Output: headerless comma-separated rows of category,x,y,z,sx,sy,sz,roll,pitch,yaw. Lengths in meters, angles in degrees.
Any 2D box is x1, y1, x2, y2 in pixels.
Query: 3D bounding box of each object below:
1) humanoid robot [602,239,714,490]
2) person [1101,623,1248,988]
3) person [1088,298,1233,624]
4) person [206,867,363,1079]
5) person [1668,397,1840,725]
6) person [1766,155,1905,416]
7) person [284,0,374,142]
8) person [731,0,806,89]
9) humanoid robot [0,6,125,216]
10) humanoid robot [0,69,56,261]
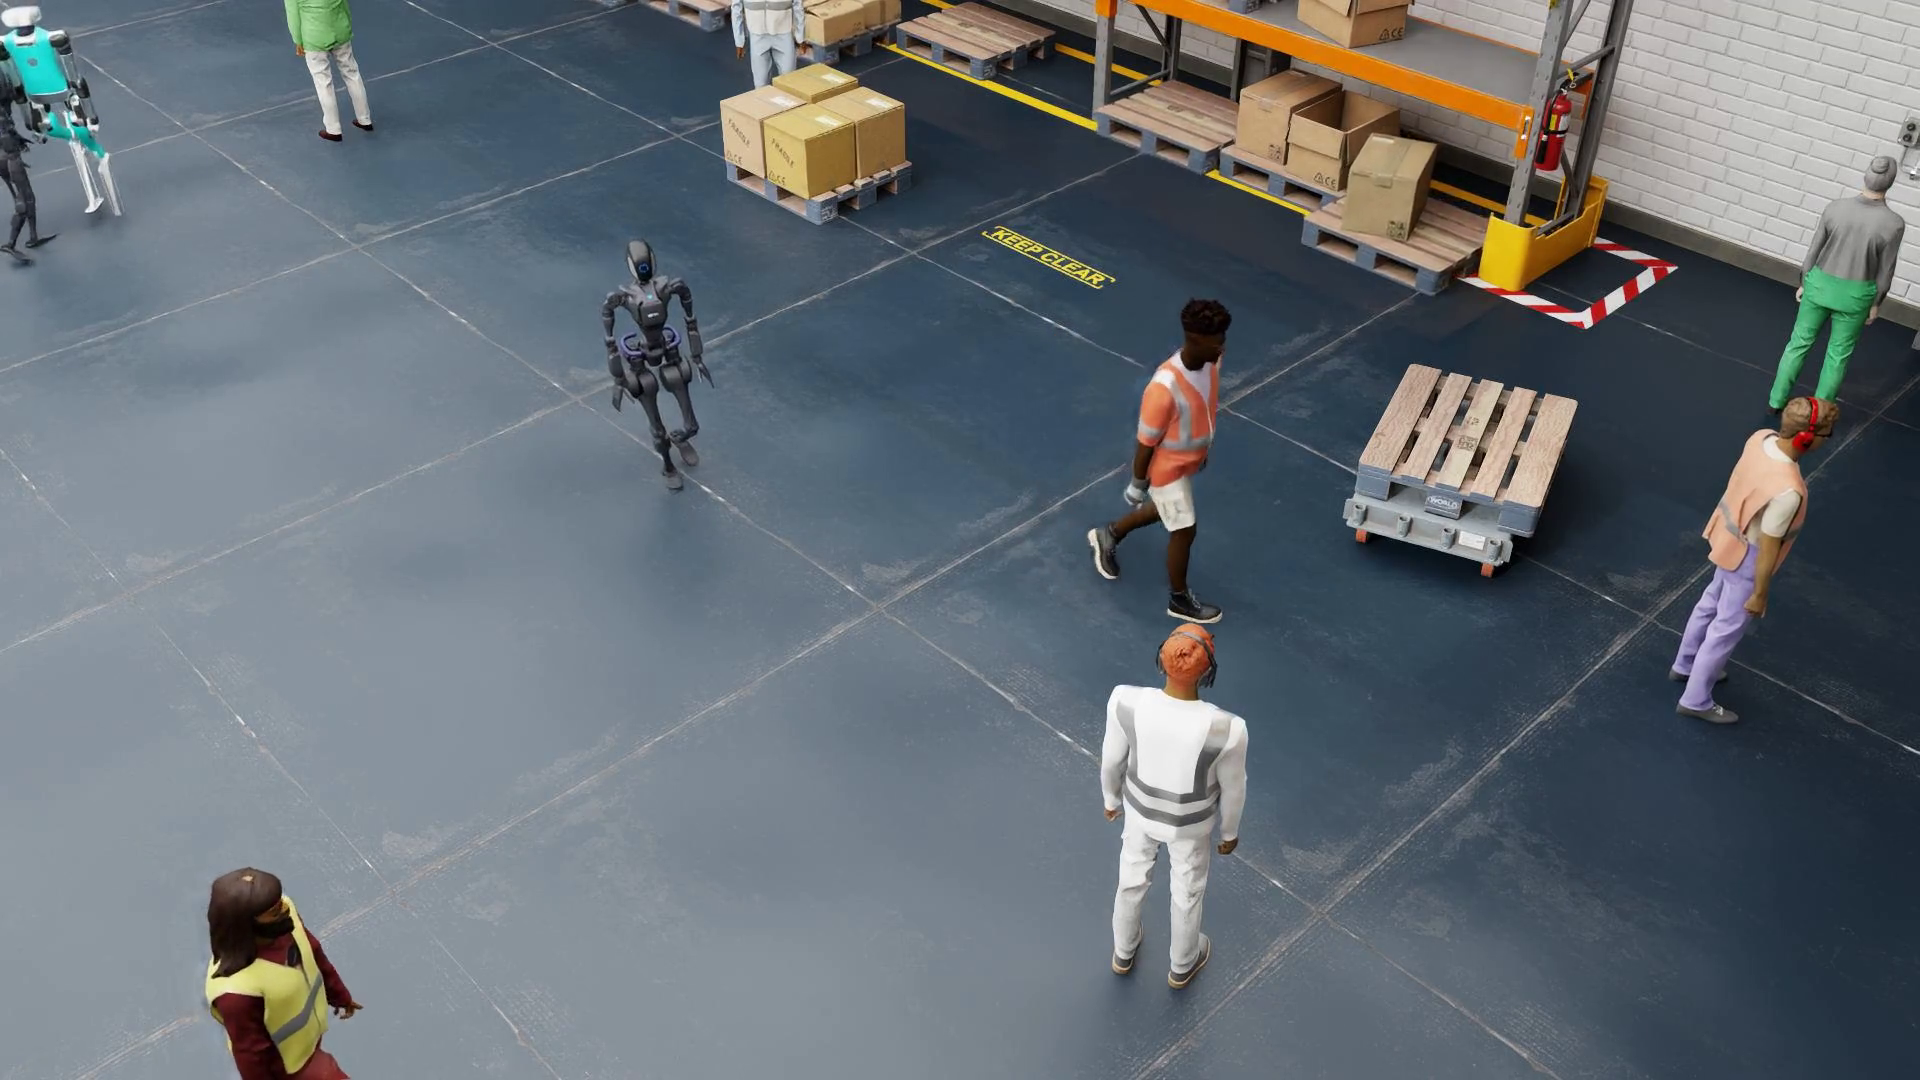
humanoid robot,-1.780,-1.044,9.750,0.599,1.638,0.432,-15,40,-19
person,0.855,1.099,6.740,0.582,1.882,0.350,13,39,17
person,1.053,-0.456,8.759,0.830,1.935,0.607,19,41,23
person,-2.391,1.781,5.971,0.941,1.724,0.488,-1,37,-2
person,3.823,0.094,8.110,0.379,1.836,0.564,5,37,7
person,5.443,-1.538,10.276,0.512,1.831,0.340,26,44,30
person,-5.311,-4.226,13.883,0.388,1.776,0.539,29,46,33
person,-1.566,-4.153,13.677,0.601,1.906,0.414,-2,37,-3
humanoid robot,-6.780,-3.229,12.626,0.536,1.815,0.800,-8,38,-10
humanoid robot,-7.055,-2.891,12.197,0.468,1.647,0.601,-15,40,-19
